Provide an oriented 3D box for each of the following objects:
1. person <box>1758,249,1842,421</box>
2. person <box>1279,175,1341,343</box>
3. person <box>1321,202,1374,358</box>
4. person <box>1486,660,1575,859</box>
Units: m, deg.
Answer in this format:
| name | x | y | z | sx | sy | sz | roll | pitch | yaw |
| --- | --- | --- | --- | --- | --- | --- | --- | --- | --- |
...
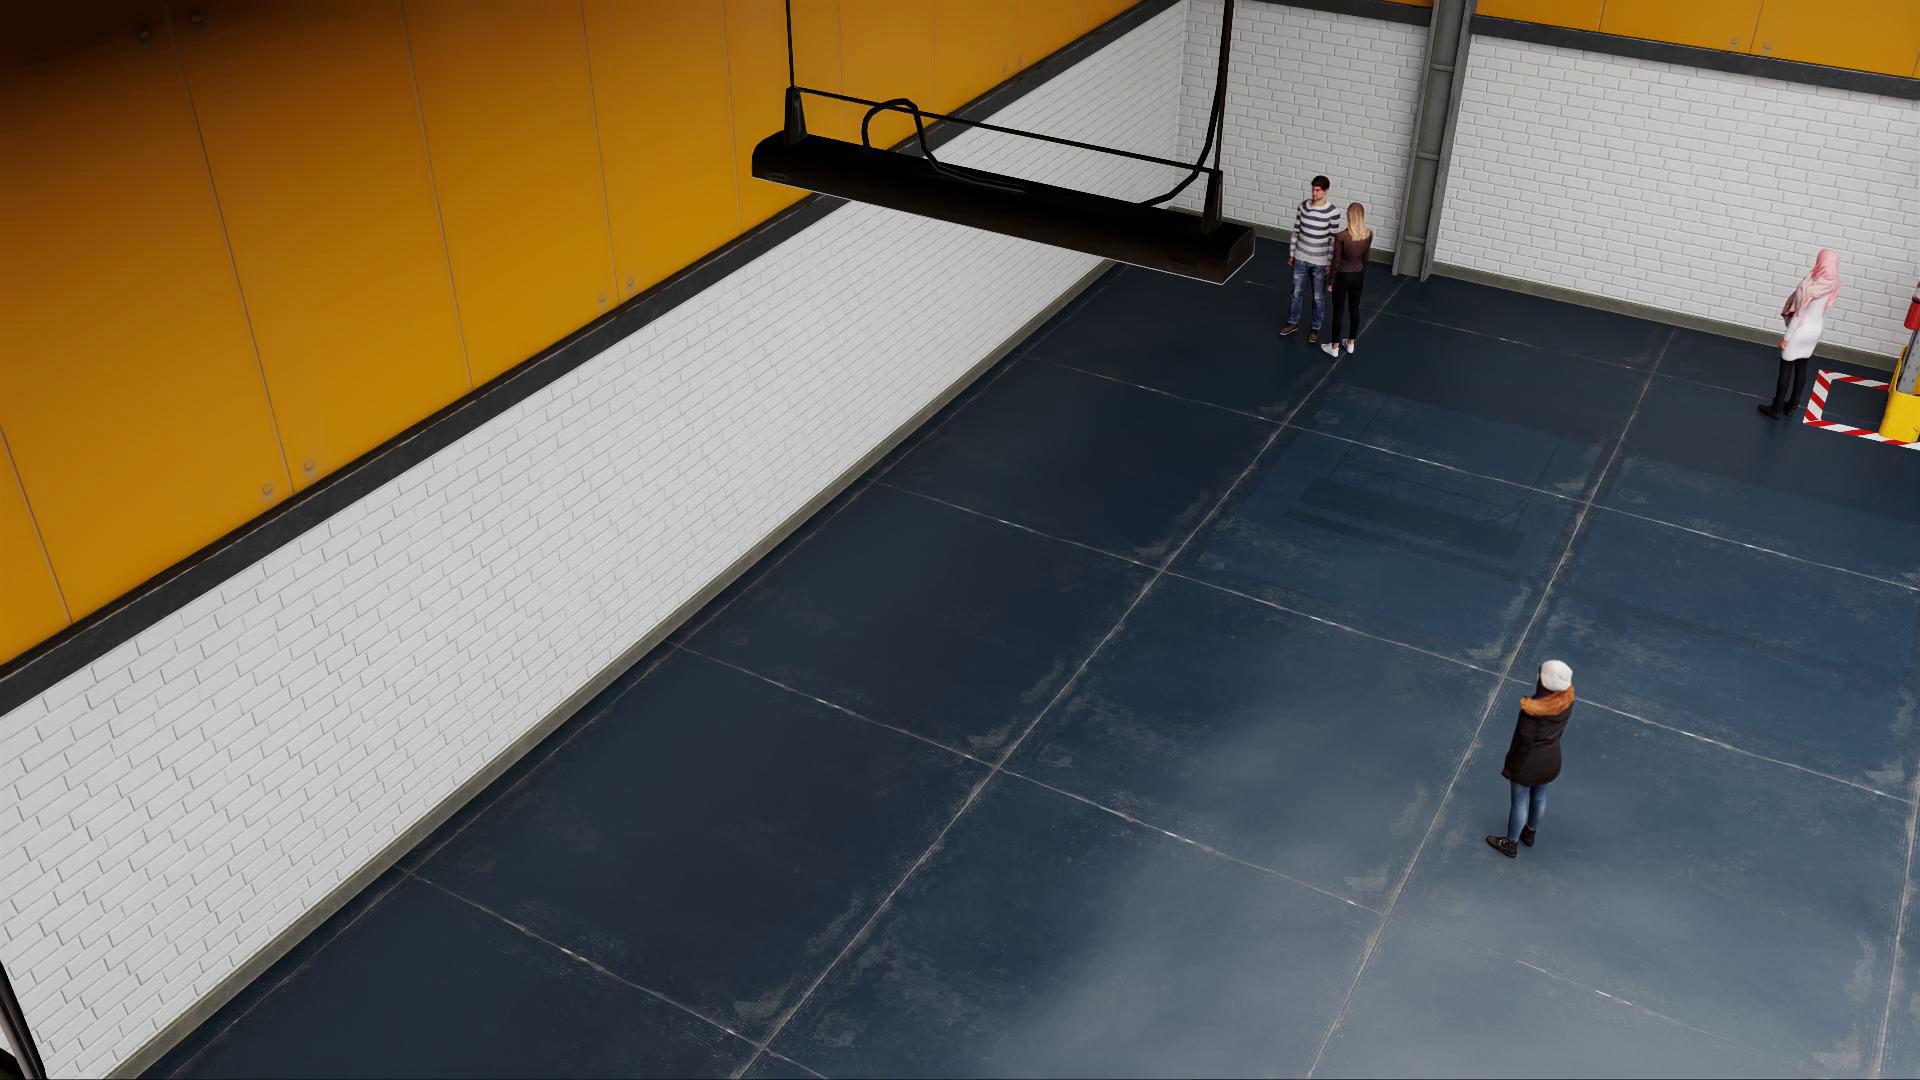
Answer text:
| name | x | y | z | sx | sy | sz | roll | pitch | yaw |
| --- | --- | --- | --- | --- | --- | --- | --- | --- | --- |
| person | 8.341 | -2.039 | 16.456 | 0.743 | 1.804 | 0.796 | -10 | 35 | -14 |
| person | 3.800 | -3.051 | 17.934 | 0.463 | 1.853 | 0.716 | 20 | 38 | 27 |
| person | 4.119 | -2.763 | 17.636 | 0.673 | 1.703 | 0.716 | -11 | 35 | -16 |
| person | 3.916 | 1.478 | 11.320 | 0.736 | 1.632 | 0.761 | -18 | 37 | -24 |
